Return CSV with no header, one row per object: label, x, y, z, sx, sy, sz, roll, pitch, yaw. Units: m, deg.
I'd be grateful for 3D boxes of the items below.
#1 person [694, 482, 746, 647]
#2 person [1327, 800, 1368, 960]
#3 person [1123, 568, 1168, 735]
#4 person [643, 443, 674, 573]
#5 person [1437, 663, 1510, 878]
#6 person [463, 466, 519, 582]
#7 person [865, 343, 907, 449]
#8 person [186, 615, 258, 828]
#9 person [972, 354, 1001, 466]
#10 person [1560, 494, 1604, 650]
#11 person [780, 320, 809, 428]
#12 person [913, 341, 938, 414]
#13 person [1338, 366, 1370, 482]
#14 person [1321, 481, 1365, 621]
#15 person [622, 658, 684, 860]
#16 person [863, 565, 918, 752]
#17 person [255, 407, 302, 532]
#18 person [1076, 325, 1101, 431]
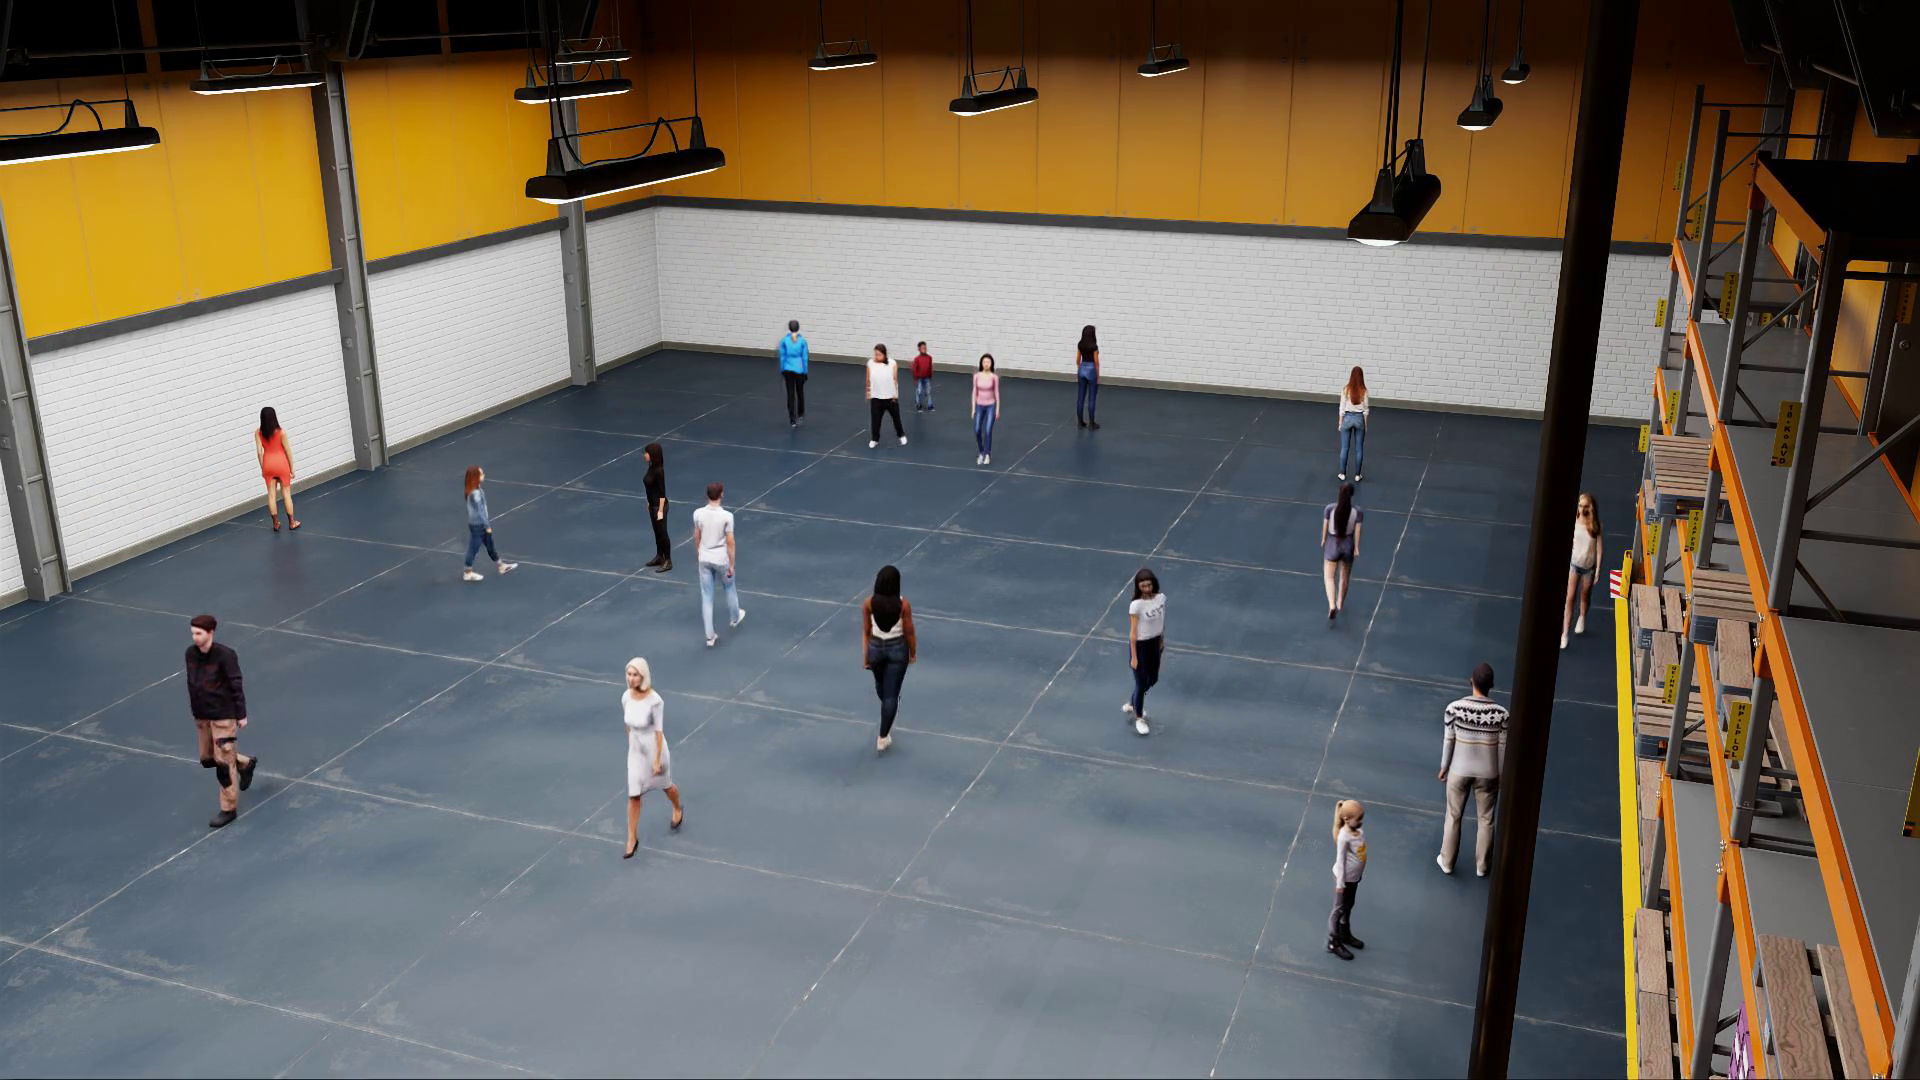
person,-2.757,0.299,18.521,0.818,1.810,1.157,2,19,7
person,2.940,2.550,12.670,0.613,1.279,0.519,14,23,36
person,1.806,1.073,16.319,0.932,1.749,0.878,16,24,39
person,-3.799,-0.431,20.952,0.678,1.642,0.643,-11,22,-30
person,4.232,1.895,13.700,0.701,1.862,0.589,5,19,14
person,-6.026,-0.184,20.517,0.953,1.453,0.937,-6,19,-17
person,-1.221,-2.316,26.490,0.863,1.681,0.762,4,19,11
person,-6.507,1.537,14.694,0.775,1.908,1.062,4,19,12
person,0.407,-2.029,25.557,0.658,1.731,0.690,3,19,8
person,6.981,0.317,18.605,0.705,1.723,1.155,10,21,28
person,-2.771,-2.735,27.635,0.862,1.745,1.218,1,19,3
person,-0.670,-2.809,28.648,0.787,1.237,0.862,-7,20,-21
person,5.846,-1.737,24.697,0.601,1.728,0.543,4,19,12
person,4.405,0.141,19.281,0.730,1.625,0.994,3,19,8
person,-2.612,1.805,14.213,0.580,1.706,1.078,7,20,19
person,-0.715,1.169,16.026,0.755,1.755,1.234,4,19,13
person,-9.220,-0.966,22.421,0.666,1.719,0.678,-3,19,-9
person,2.112,-2.706,27.558,0.615,1.738,0.601,12,22,31
